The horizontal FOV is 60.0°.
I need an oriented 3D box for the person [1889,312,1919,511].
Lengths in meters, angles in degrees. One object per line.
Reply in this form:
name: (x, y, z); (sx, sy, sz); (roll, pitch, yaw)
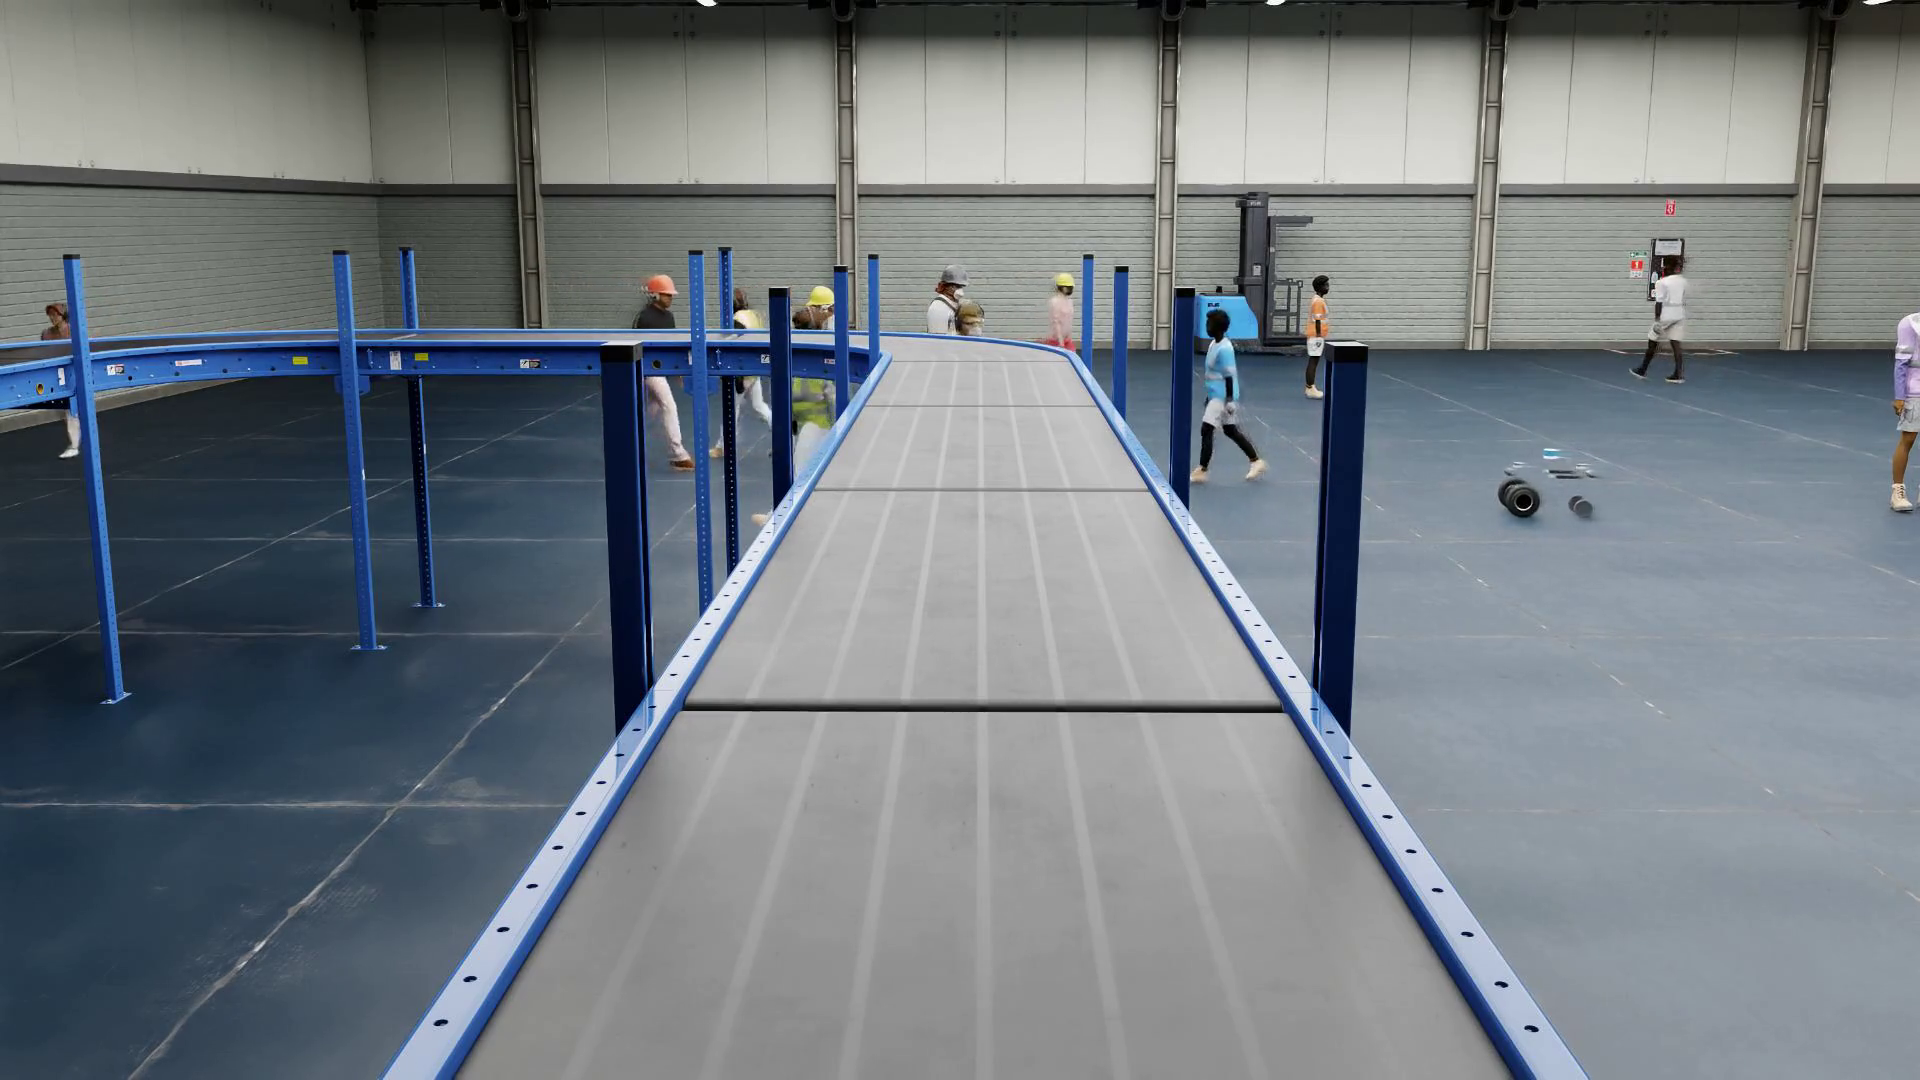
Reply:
person: (8.283, -1.261, 14.199); (0.610, 2.043, 0.375); (-1, 11, -3)

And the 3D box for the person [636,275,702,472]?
person: (-3.063, -1.675, 16.616); (1.002, 1.947, 0.608); (2, 11, 11)

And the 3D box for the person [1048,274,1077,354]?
person: (1.436, -2.672, 22.236); (0.786, 1.737, 0.525); (8, 13, 35)

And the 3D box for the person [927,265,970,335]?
person: (-0.056, -1.722, 16.683); (0.537, 2.000, 0.675); (3, 11, 14)

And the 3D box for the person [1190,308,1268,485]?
person: (2.539, -1.359, 15.710); (0.819, 1.655, 0.547); (1, 11, 3)

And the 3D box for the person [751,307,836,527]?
person: (-1.201, -0.970, 13.376); (0.997, 1.786, 0.644); (-4, 12, -19)

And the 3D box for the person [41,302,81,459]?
person: (-9.367, -1.699, 17.542); (0.524, 1.624, 0.617); (3, 11, 14)

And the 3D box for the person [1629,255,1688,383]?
person: (10.771, -3.396, 25.488); (0.612, 1.914, 0.951); (-3, 12, -17)

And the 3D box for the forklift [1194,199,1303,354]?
forklift: (5.313, -4.851, 30.603); (1.873, 2.768, 1.129); (0, 11, 1)

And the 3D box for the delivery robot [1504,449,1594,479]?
delivery robot: (5.012, -0.659, 14.142); (0.698, 0.223, 0.335); (2, 11, 9)

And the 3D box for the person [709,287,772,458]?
person: (-2.211, -1.738, 17.337); (0.913, 1.795, 0.648); (2, 11, 8)

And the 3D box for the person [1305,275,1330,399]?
person: (4.979, -2.833, 23.171); (0.320, 1.695, 0.537); (2, 11, 10)

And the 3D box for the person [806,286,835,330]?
person: (-1.313, -1.565, 16.314); (0.403, 1.827, 0.601); (-3, 11, -13)

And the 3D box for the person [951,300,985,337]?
person: (0.072, -0.861, 12.558); (0.941, 1.879, 0.698); (10, 15, 43)
